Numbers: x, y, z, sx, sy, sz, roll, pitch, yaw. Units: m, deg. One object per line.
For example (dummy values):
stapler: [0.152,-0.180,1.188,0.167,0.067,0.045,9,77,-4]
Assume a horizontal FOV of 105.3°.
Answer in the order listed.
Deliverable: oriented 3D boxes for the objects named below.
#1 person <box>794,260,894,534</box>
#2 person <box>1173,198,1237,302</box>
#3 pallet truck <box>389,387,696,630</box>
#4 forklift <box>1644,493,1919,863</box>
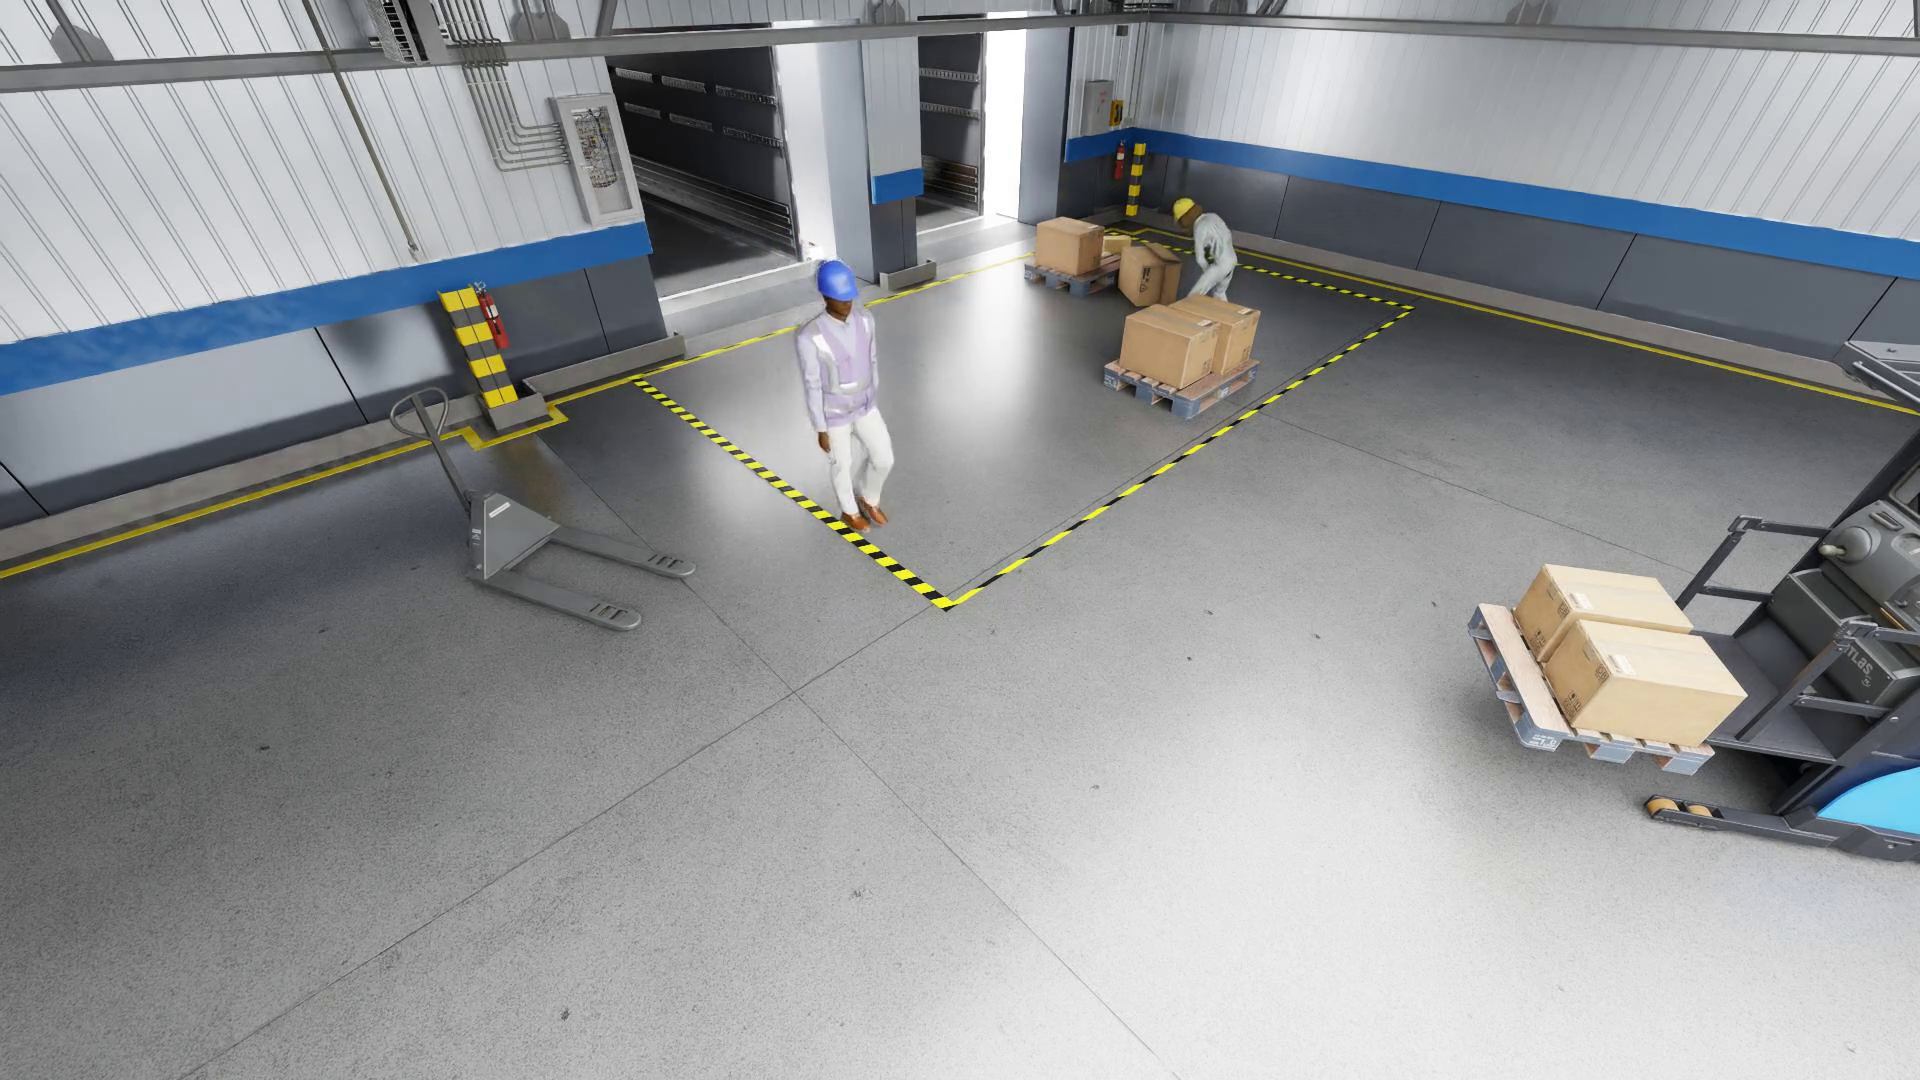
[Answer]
person: [-0.726,-0.841,4.792,0.619,1.928,0.461,-28,46,-31]
person: [2.605,-2.859,7.818,0.809,1.440,0.618,22,43,26]
pallet truck: [-2.613,-0.247,4.593,1.601,1.201,0.680,14,40,17]
forklift: [4.217,0.450,3.037,0.776,2.013,0.716,8,38,11]
